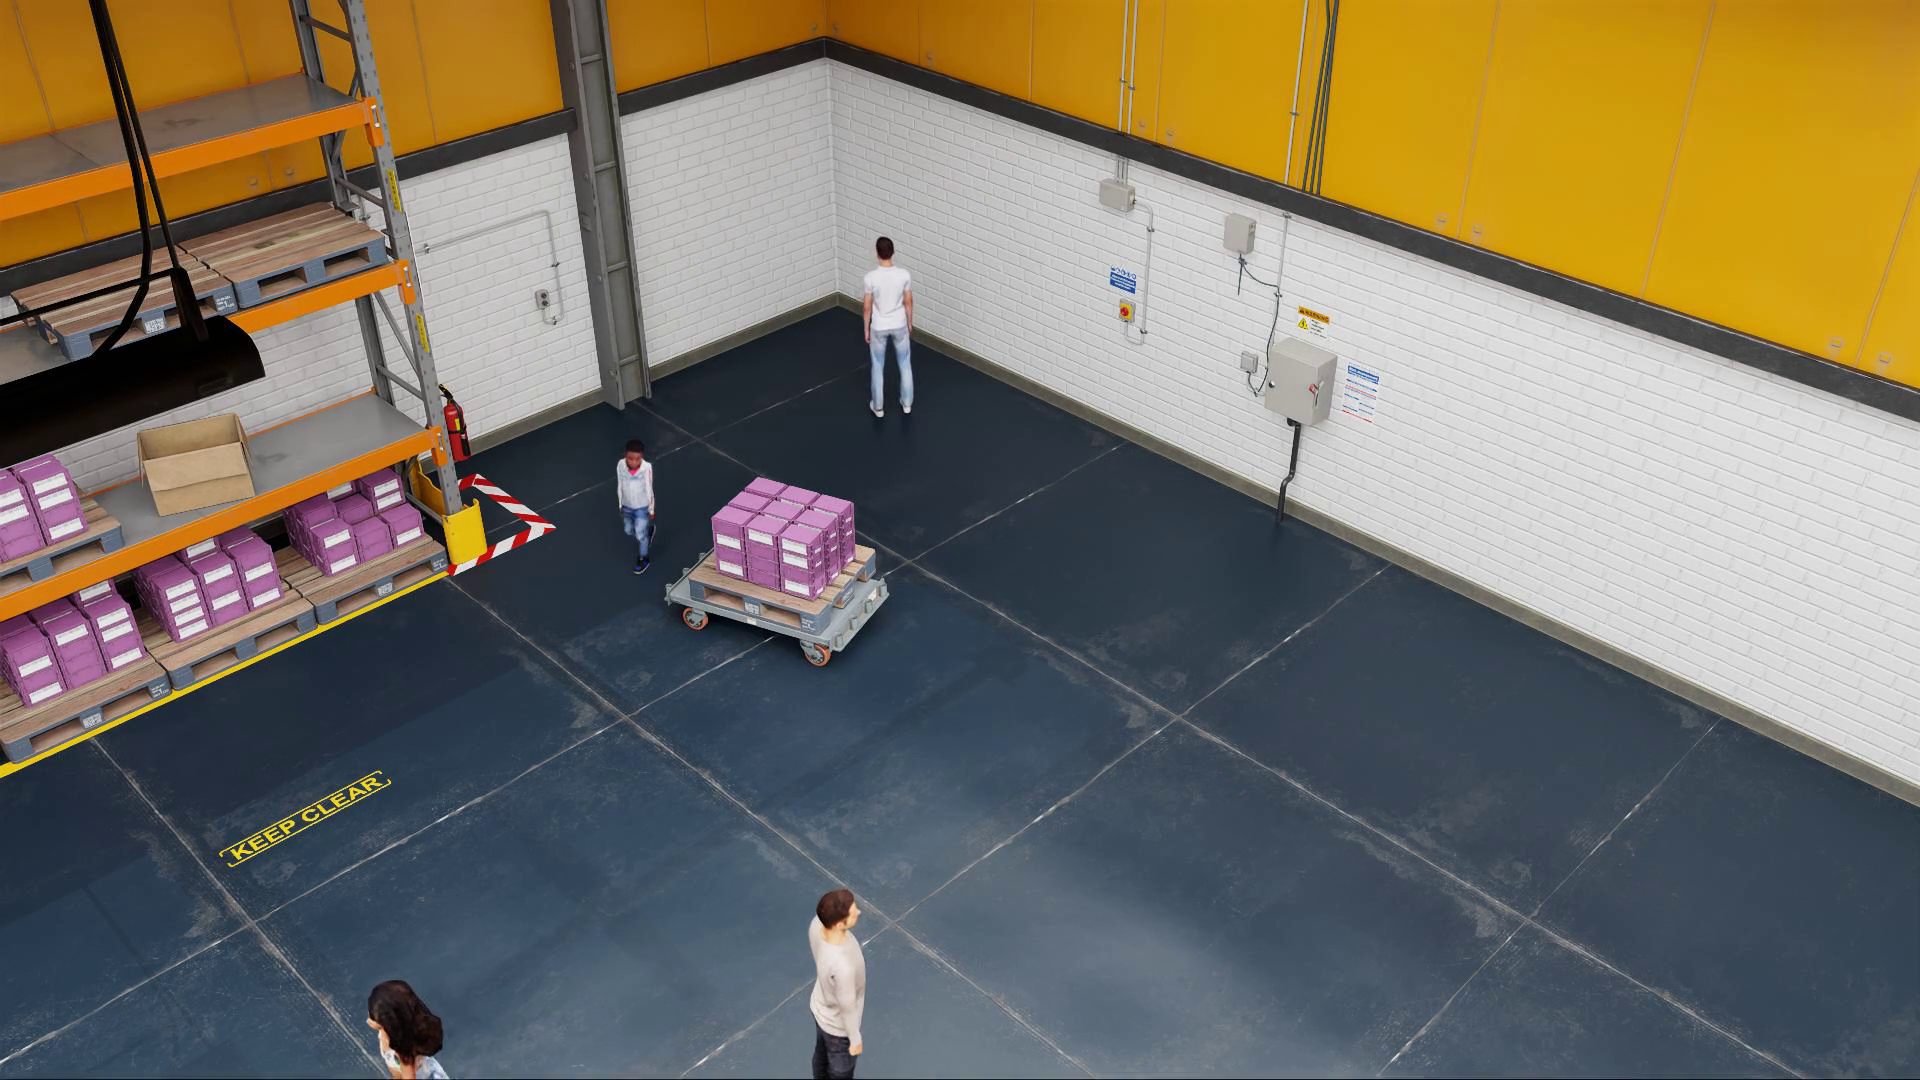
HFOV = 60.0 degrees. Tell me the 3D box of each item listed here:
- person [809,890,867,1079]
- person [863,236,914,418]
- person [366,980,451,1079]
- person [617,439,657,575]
[{"bbox_3d":[-0.684,2.620,9.199,0.678,1.863,0.712,-14,36,-20],"label":"person"},{"bbox_3d":[-0.698,-2.080,16.282,0.676,1.849,0.793,-7,34,-10],"label":"person"},{"bbox_3d":[-2.830,2.932,8.985,1.055,1.580,0.651,-23,40,-31],"label":"person"},{"bbox_3d":[-2.730,-0.345,14.219,0.653,1.243,0.783,11,35,16],"label":"person"}]
